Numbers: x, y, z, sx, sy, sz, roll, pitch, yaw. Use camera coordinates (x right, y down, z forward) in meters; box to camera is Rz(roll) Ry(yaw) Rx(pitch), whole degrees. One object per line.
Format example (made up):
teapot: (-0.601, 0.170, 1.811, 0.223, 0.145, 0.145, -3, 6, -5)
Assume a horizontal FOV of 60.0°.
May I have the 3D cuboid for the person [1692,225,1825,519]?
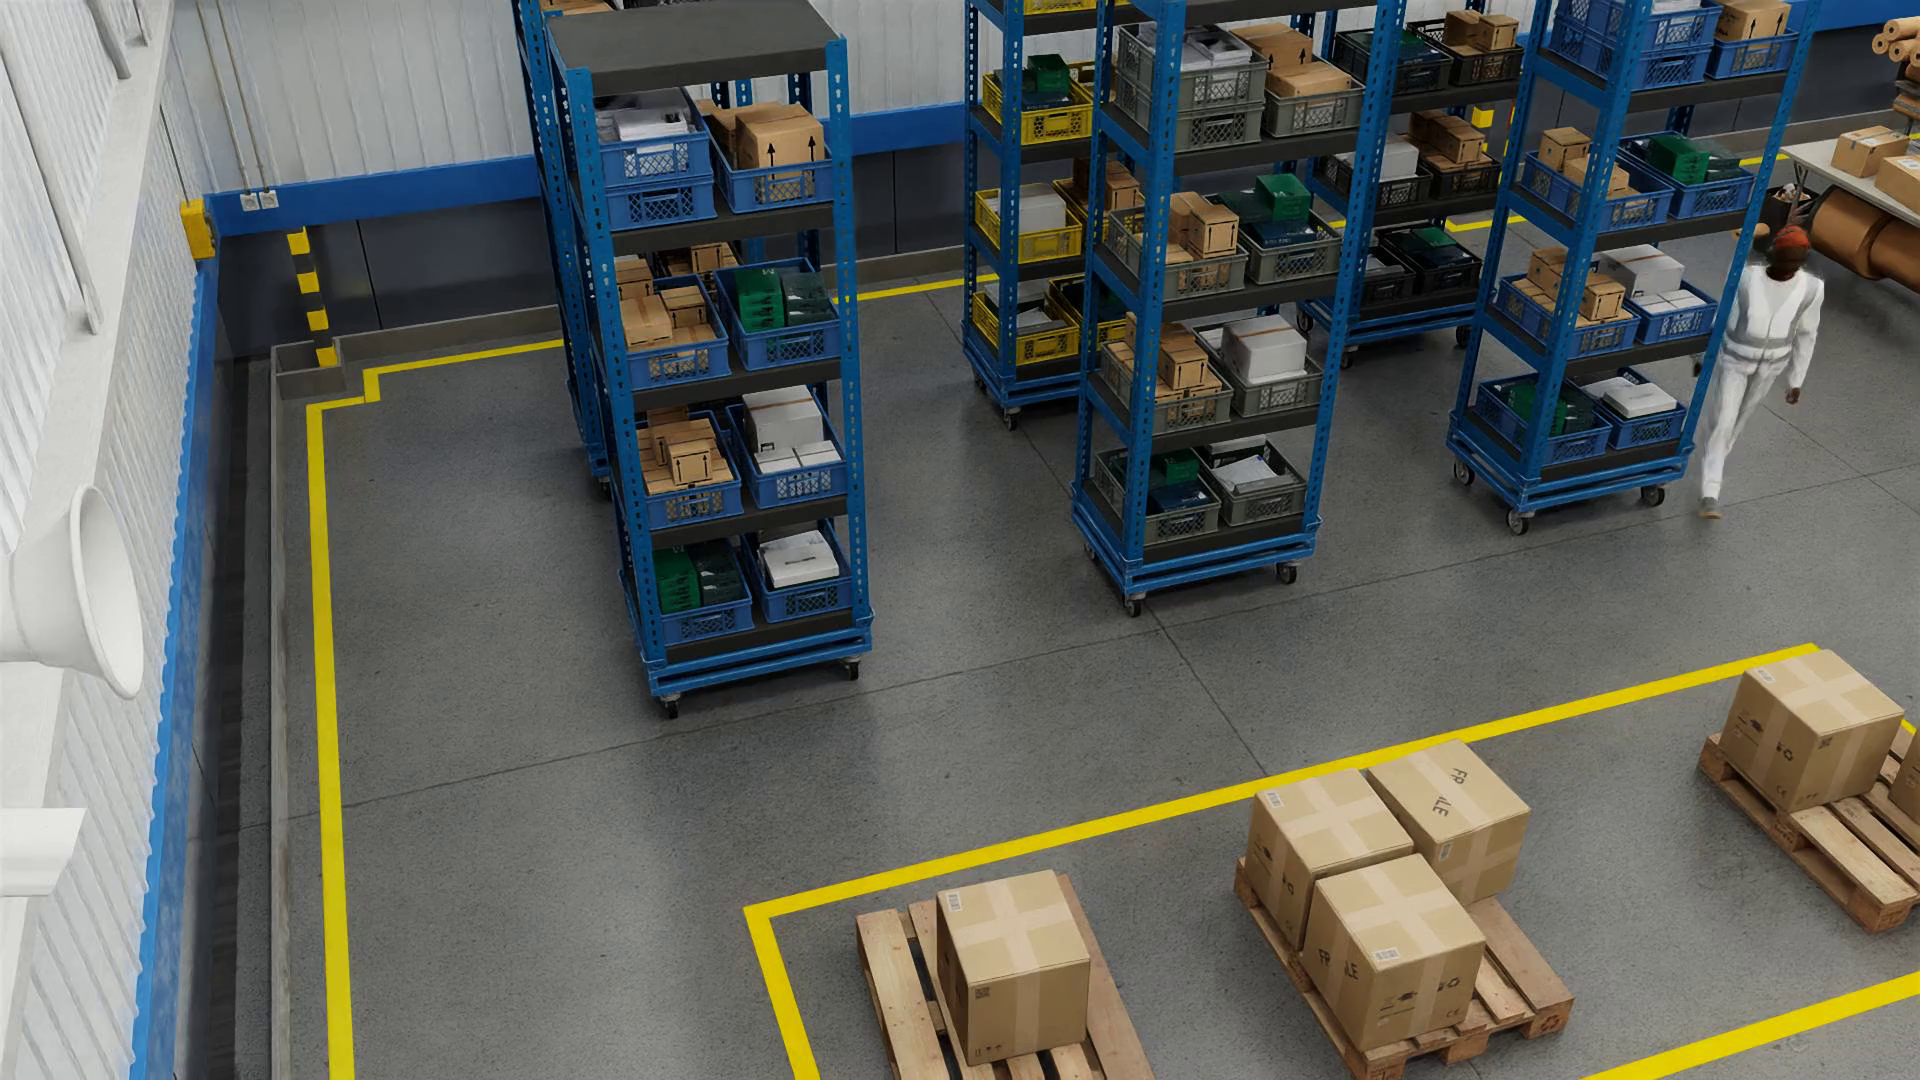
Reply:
person: (4.829, -0.998, 10.102, 0.585, 1.836, 0.973, 5, 36, 8)
